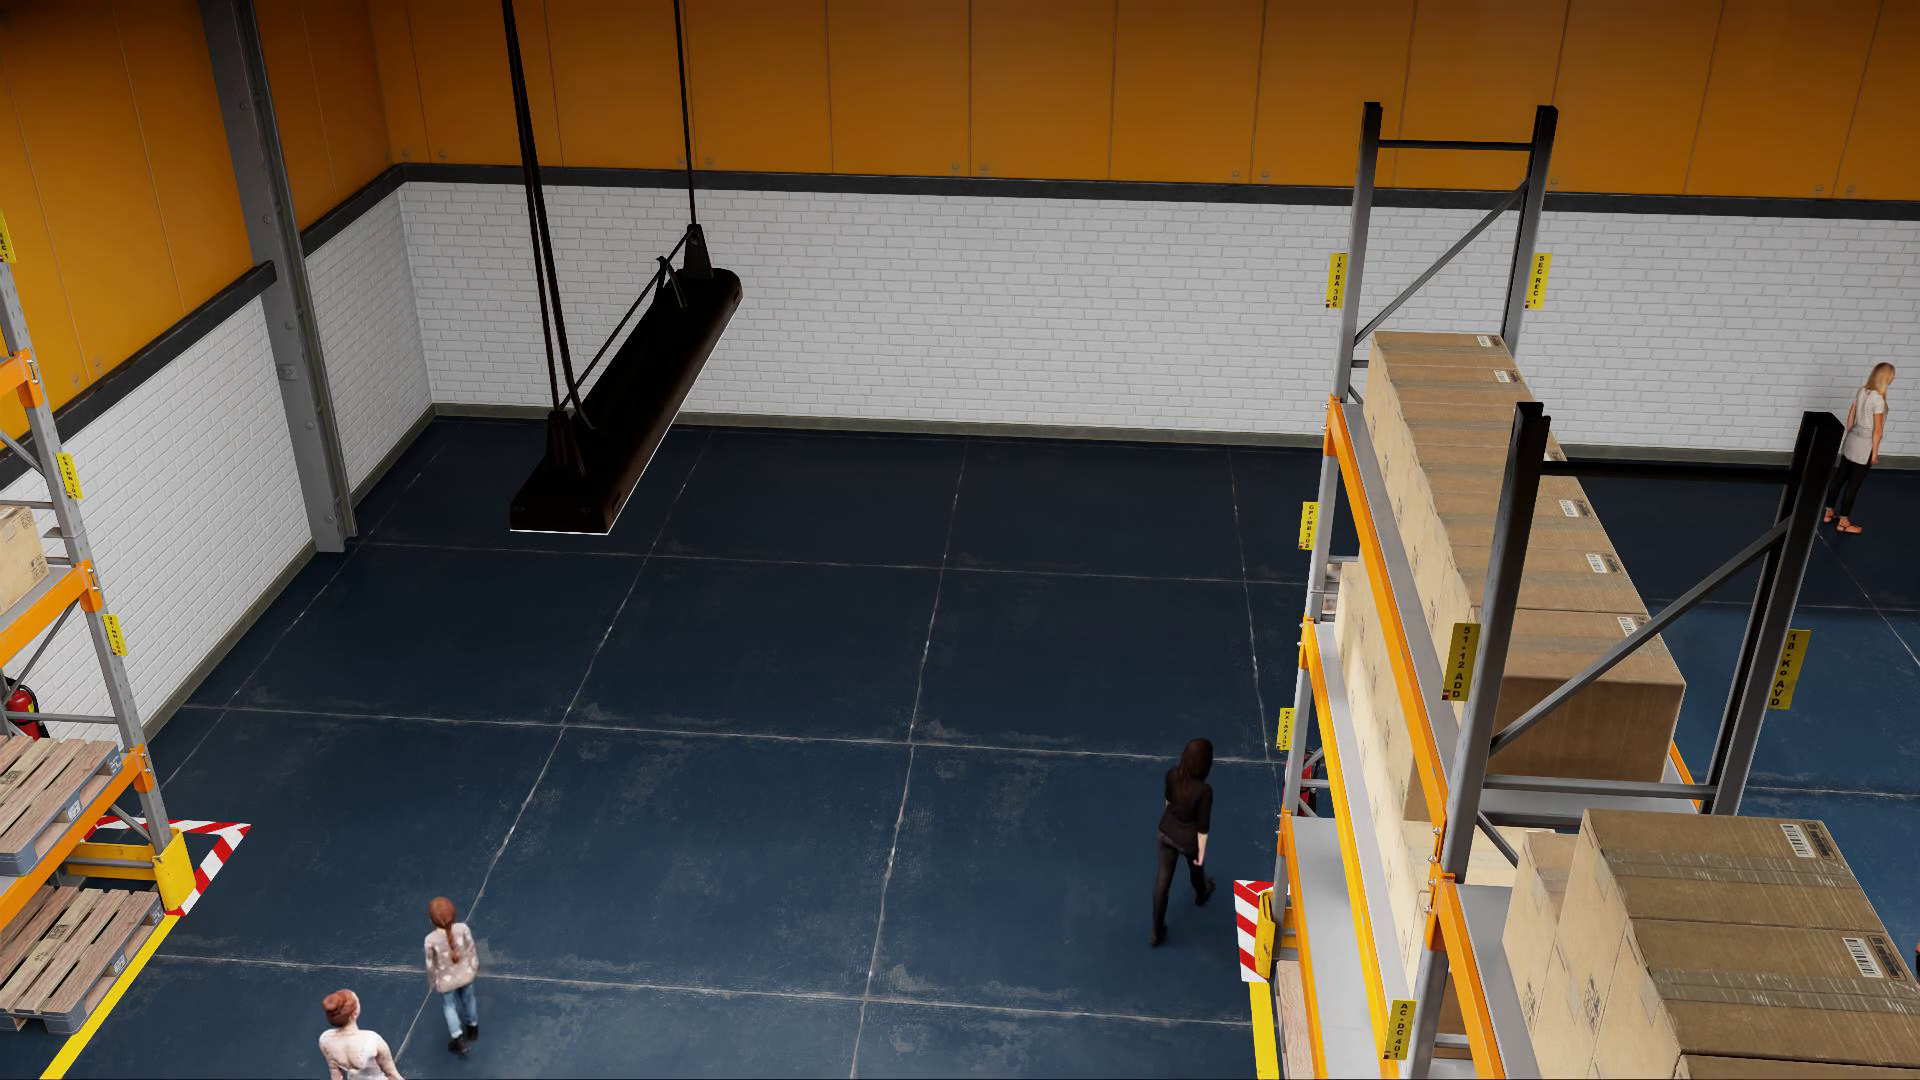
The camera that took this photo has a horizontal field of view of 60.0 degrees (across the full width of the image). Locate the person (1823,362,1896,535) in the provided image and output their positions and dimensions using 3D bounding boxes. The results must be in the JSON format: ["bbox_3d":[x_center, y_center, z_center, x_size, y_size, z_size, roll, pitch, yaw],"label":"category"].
[{"bbox_3d":[9.190,-0.956,16.999,0.719,1.822,0.556,-5,29,-9],"label":"person"}]

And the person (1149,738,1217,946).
[{"bbox_3d":[1.497,2.131,11.565,0.895,1.606,1.092,17,33,28],"label":"person"}]

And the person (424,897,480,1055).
[{"bbox_3d":[-3.268,2.806,10.754,0.618,1.197,0.677,-18,33,-29],"label":"person"}]

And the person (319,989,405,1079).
[{"bbox_3d":[-3.339,3.273,9.316,0.751,1.754,1.158,9,30,16],"label":"person"}]
